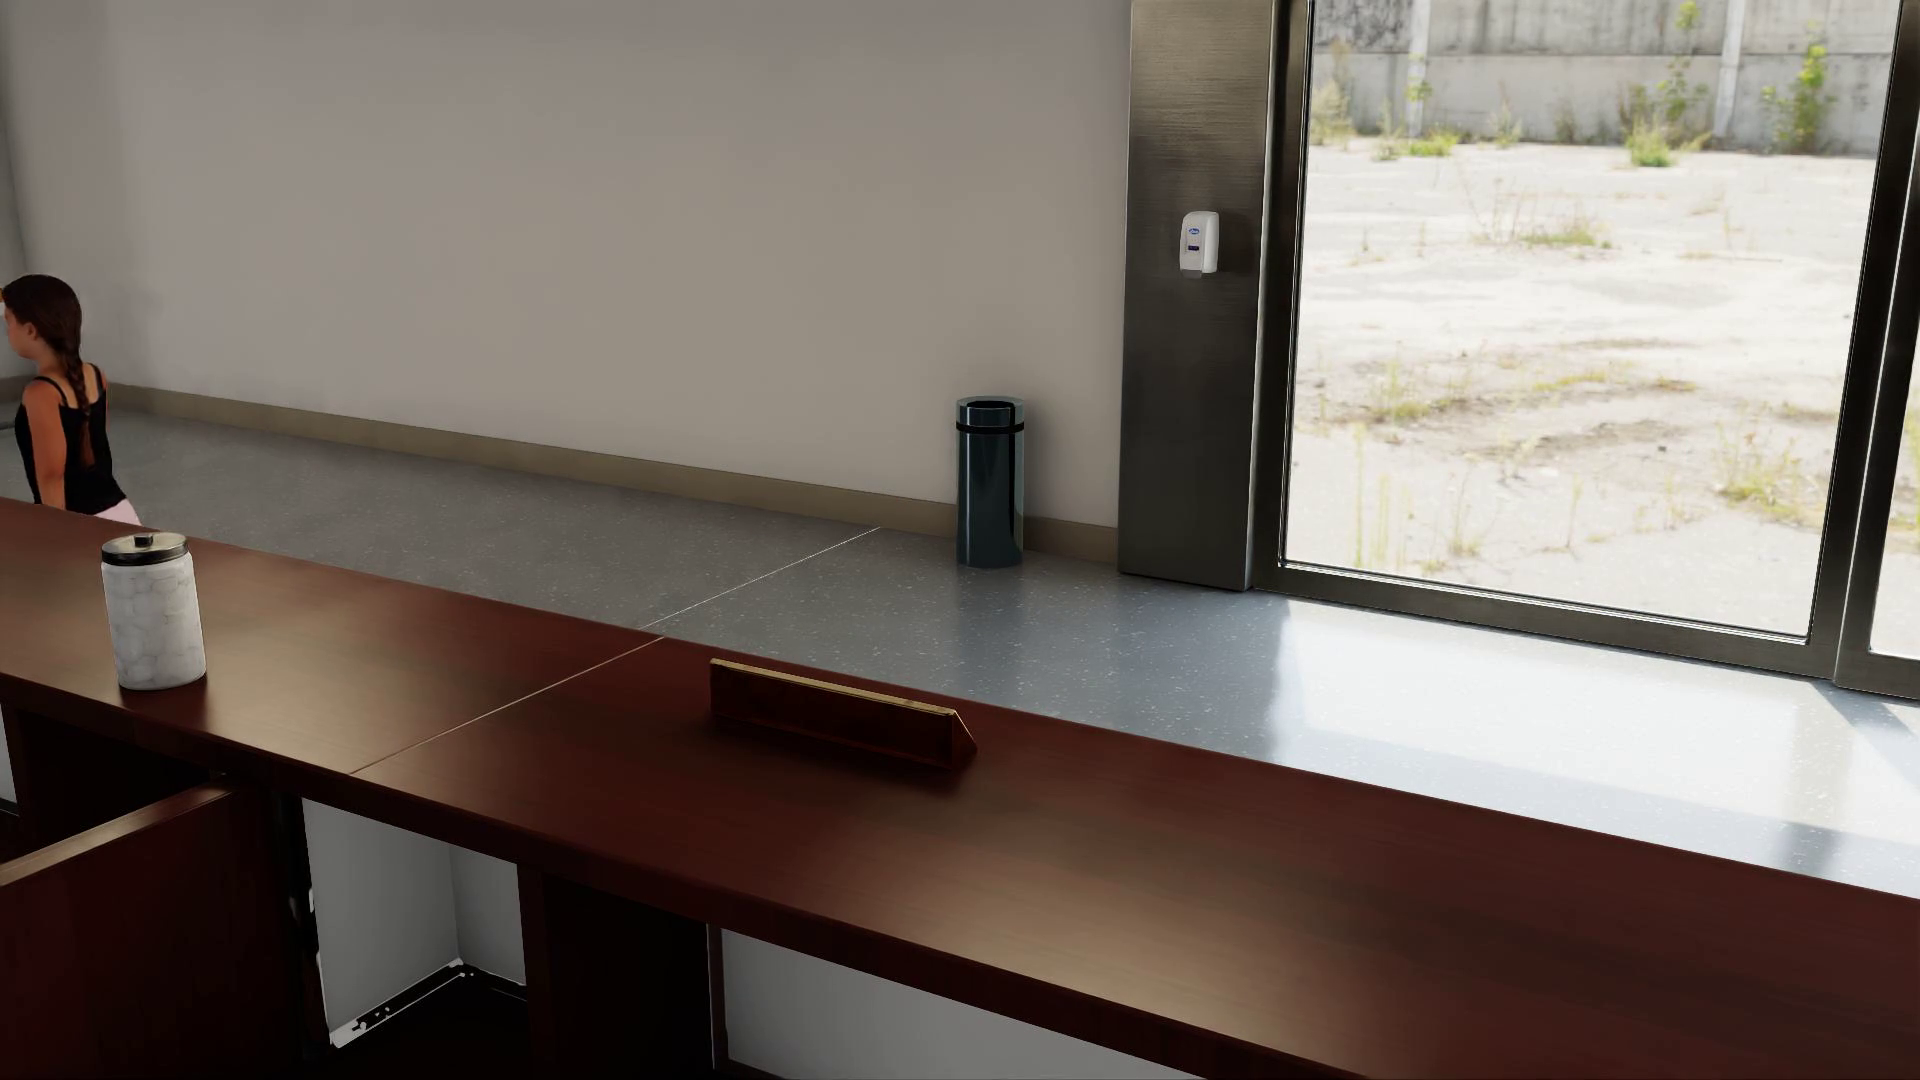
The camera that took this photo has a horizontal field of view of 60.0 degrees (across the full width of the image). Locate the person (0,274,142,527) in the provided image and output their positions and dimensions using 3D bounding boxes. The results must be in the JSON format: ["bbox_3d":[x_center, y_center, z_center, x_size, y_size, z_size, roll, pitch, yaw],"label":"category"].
[{"bbox_3d":[-2.503,0.008,4.880,0.788,1.540,0.889,2,16,7],"label":"person"}]
